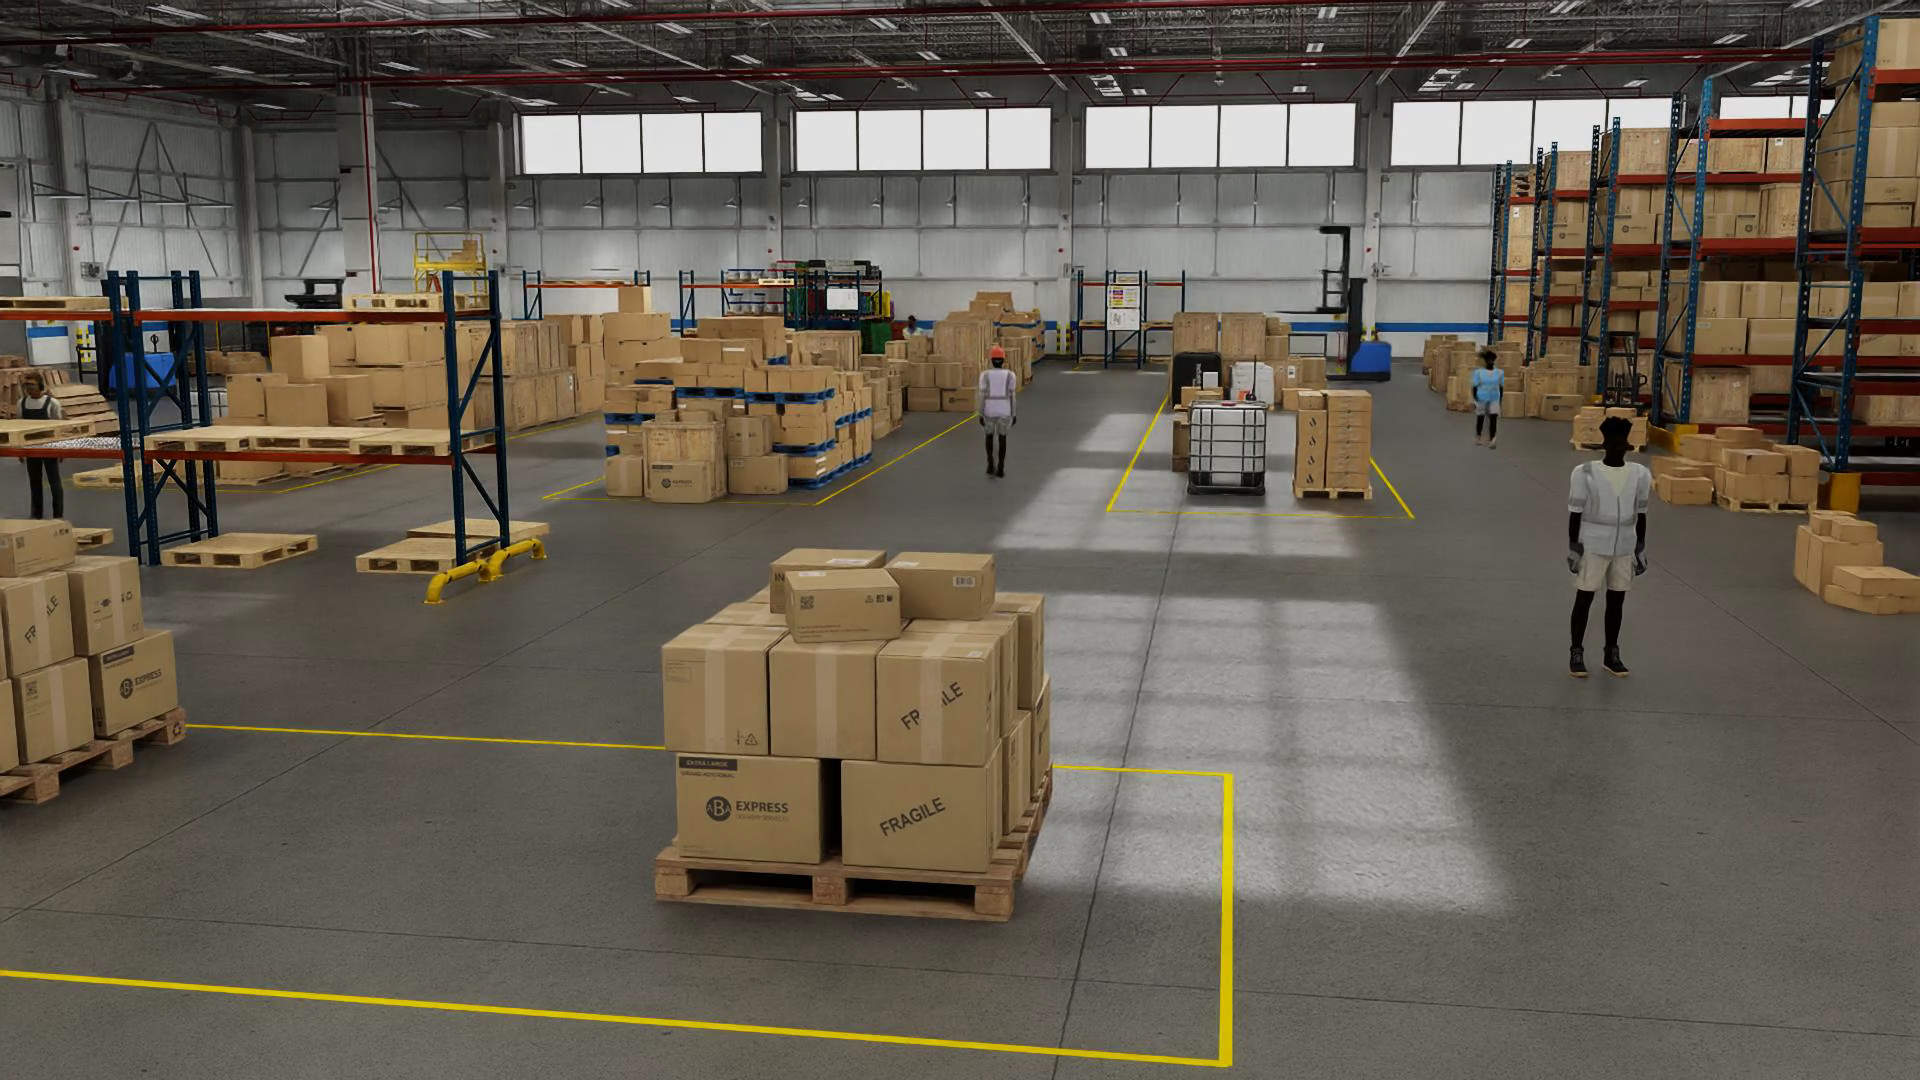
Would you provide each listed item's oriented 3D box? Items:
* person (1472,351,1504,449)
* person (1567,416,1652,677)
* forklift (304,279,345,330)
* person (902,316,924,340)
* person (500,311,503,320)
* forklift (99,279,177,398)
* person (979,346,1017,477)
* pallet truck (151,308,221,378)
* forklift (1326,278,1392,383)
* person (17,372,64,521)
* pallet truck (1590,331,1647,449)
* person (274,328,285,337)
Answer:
[{"bbox_3d":[9.052,-2.415,28.571,0.540,1.658,0.855,1,9,7],"label":"person"},{"bbox_3d":[4.835,0.050,12.413,0.608,1.965,0.370,0,9,-1],"label":"person"},{"bbox_3d":[-16.107,-5.258,42.345,1.129,2.768,1.873,1,9,6],"label":"forklift"},{"bbox_3d":[-1.207,-4.866,43.042,0.603,1.877,0.975,3,10,19],"label":"person"},{"bbox_3d":[-12.774,-5.379,46.042,0.633,1.920,0.480,5,10,29],"label":"person"},{"bbox_3d":[-19.606,-4.720,39.027,1.873,2.768,1.129,1,9,9],"label":"forklift"},{"bbox_3d":[0.557,-1.883,24.501,0.557,1.918,0.562,0,9,1],"label":"person"},{"bbox_3d":[-21.869,-5.598,47.154,0.823,1.965,1.885,4,10,26],"label":"pallet truck"},{"bbox_3d":[10.706,-5.688,44.994,1.873,2.768,1.129,1,9,9],"label":"forklift"},{"bbox_3d":[-10.890,-1.073,19.713,0.506,1.845,0.342,0,9,-2],"label":"person"},{"bbox_3d":[11.253,-2.573,28.499,0.823,1.965,1.885,5,10,27],"label":"pallet truck"},{"bbox_3d":[-17.086,-4.558,41.968,0.621,1.581,0.858,8,12,41],"label":"person"}]
